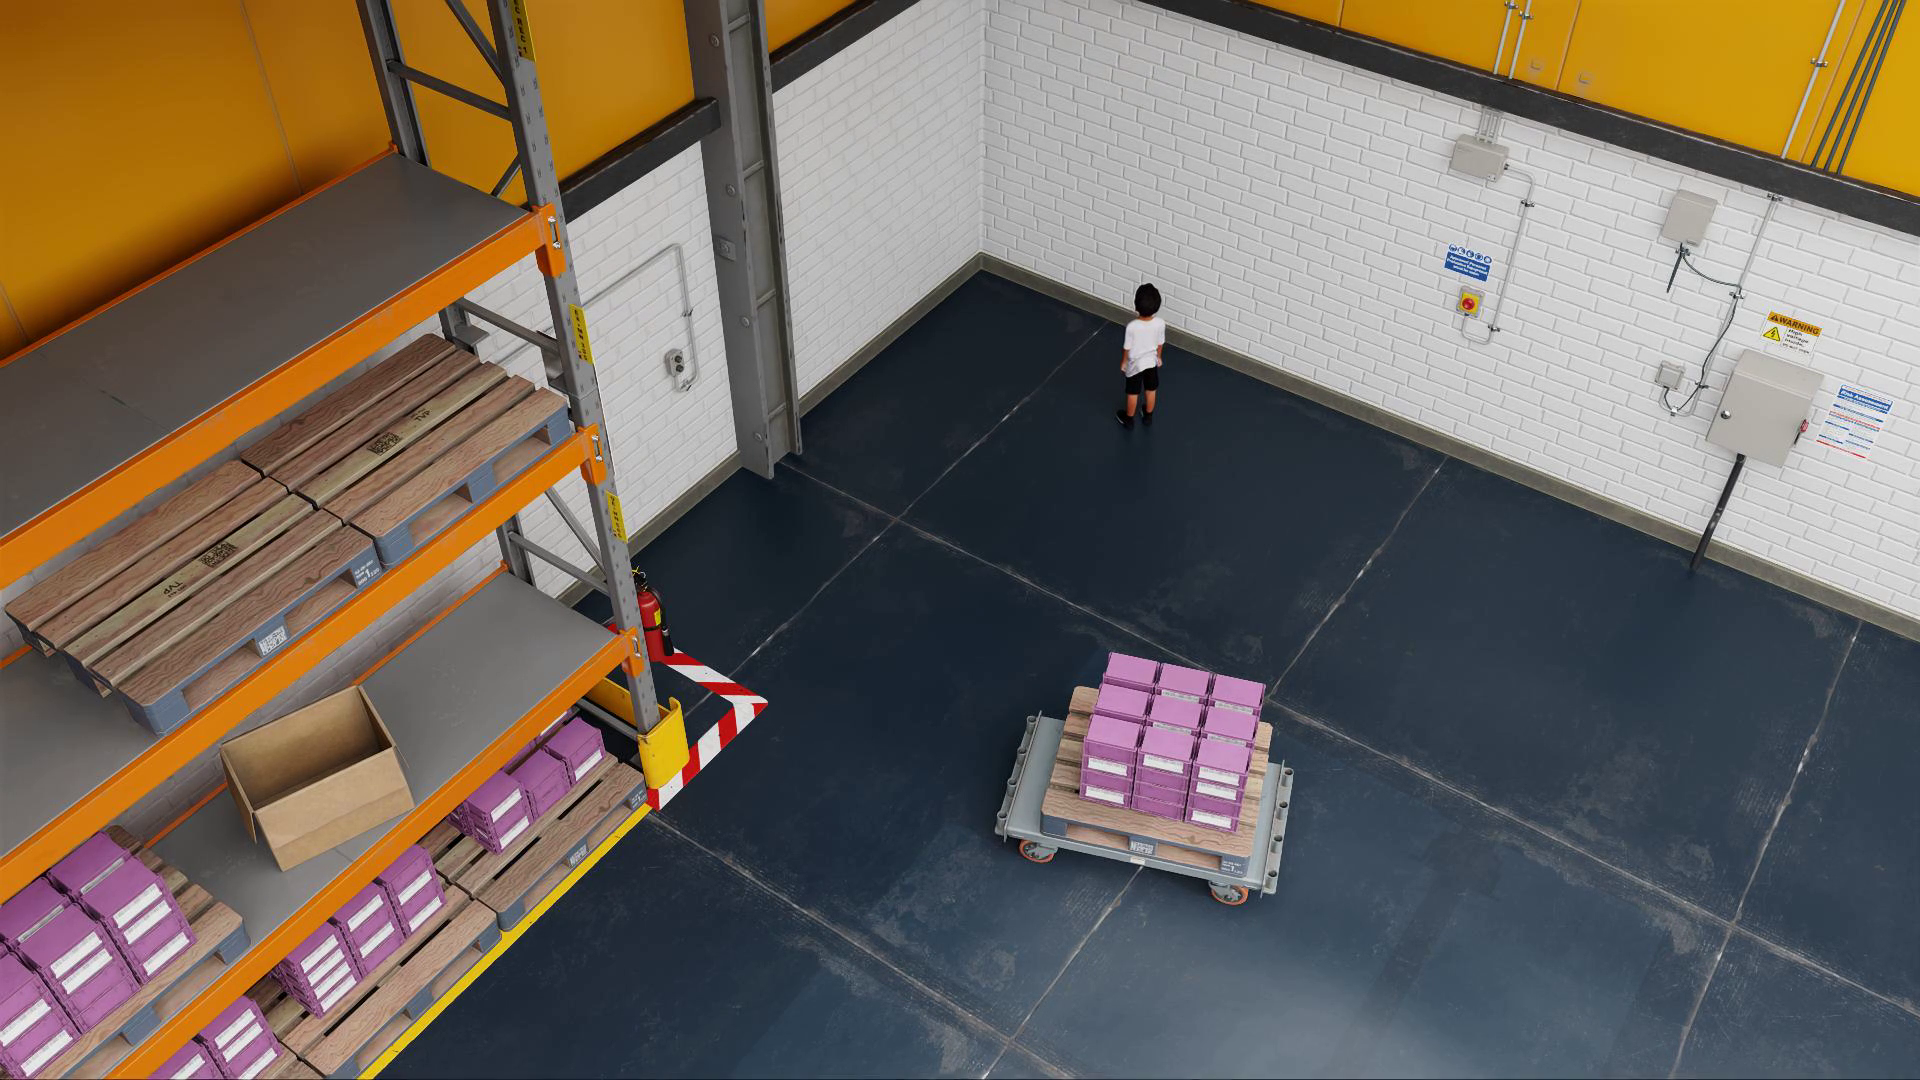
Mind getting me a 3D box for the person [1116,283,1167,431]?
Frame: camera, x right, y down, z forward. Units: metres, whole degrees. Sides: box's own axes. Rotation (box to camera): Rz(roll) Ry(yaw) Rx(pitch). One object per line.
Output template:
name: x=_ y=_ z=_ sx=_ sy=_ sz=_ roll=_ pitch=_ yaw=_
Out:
person: x=1.365 y=-1.367 z=12.434 sx=0.575 sy=1.262 sz=0.641 roll=-10 pitch=45 yaw=-11
